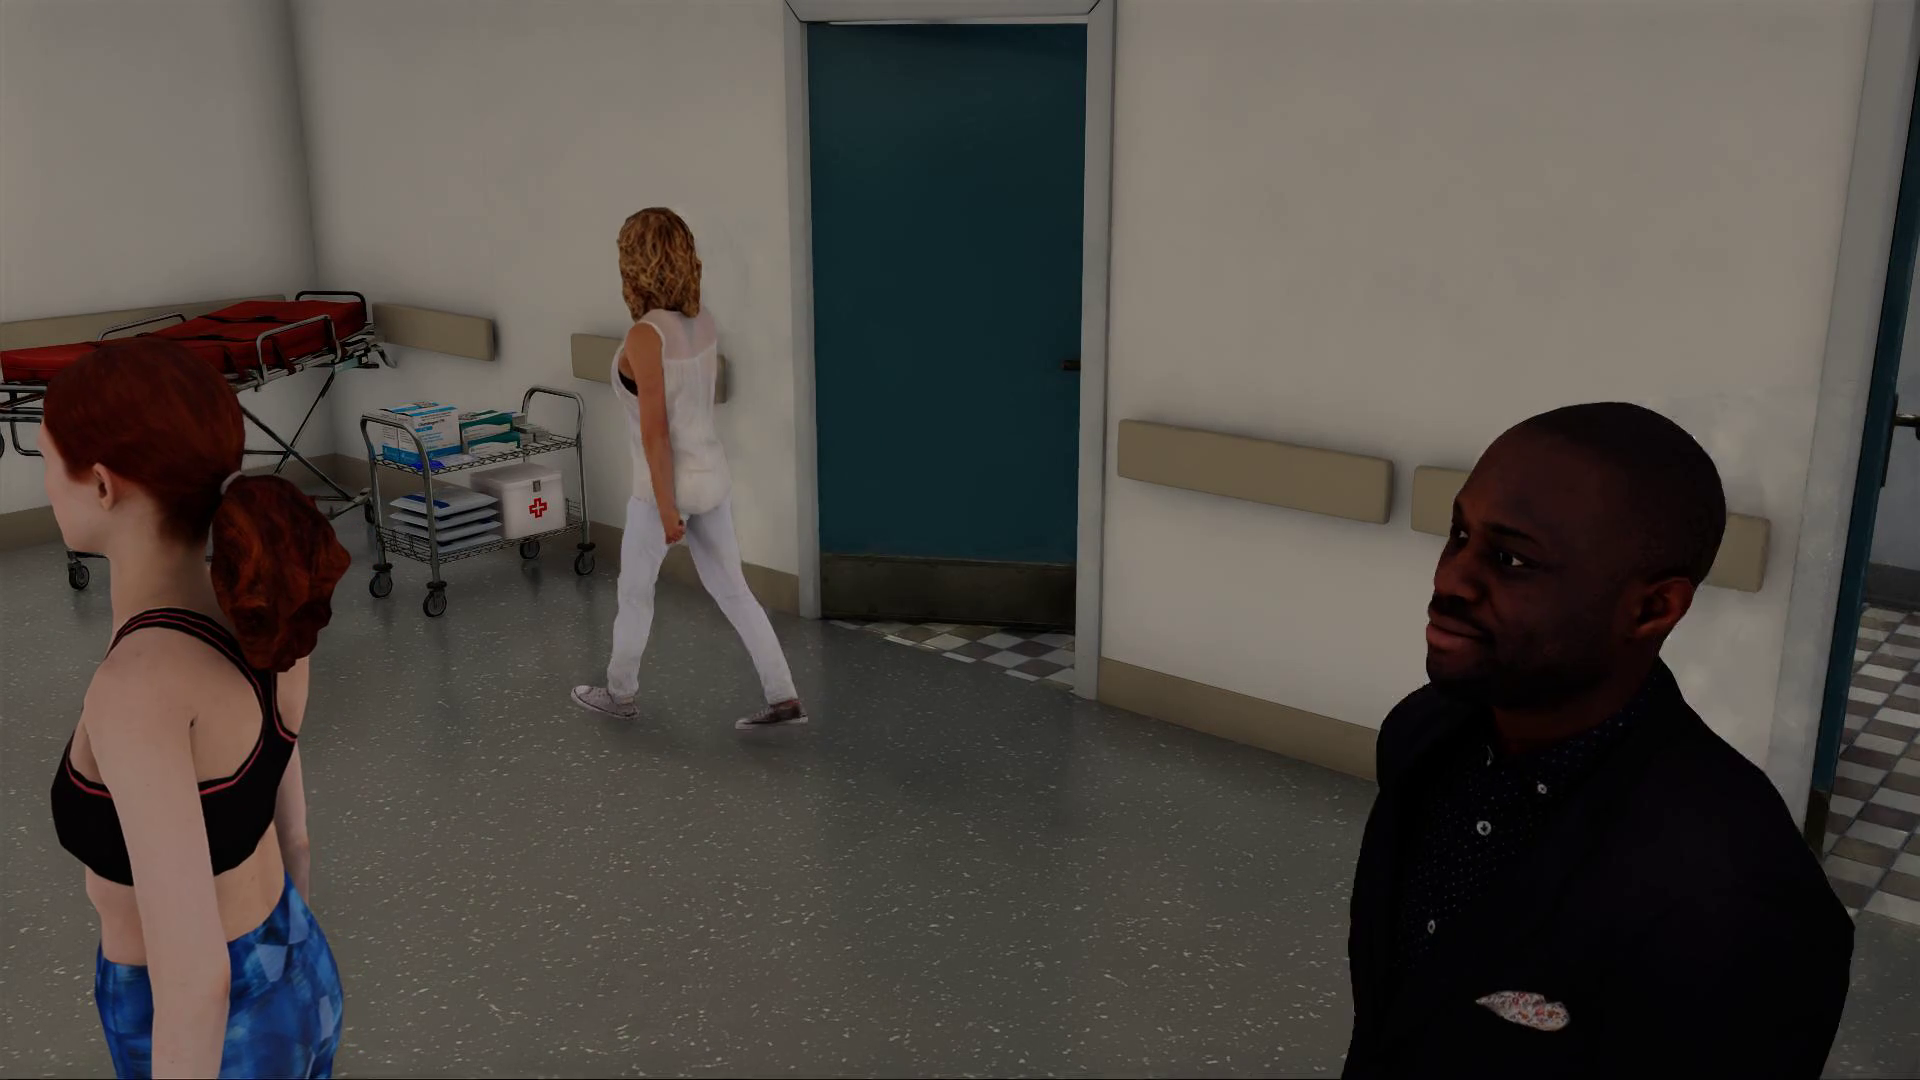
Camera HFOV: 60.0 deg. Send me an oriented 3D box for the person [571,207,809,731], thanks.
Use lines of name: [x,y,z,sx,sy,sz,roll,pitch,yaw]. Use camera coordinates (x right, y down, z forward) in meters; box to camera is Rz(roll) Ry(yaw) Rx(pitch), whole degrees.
person: [-0.788,-0.157,5.101,1.121,1.634,0.749,8,17,25]

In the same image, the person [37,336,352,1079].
person: [-0.852,0.650,1.964,0.728,1.785,0.676,0,16,-1]

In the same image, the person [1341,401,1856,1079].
person: [0.546,0.771,1.495,0.960,1.805,0.905,-4,16,-13]
